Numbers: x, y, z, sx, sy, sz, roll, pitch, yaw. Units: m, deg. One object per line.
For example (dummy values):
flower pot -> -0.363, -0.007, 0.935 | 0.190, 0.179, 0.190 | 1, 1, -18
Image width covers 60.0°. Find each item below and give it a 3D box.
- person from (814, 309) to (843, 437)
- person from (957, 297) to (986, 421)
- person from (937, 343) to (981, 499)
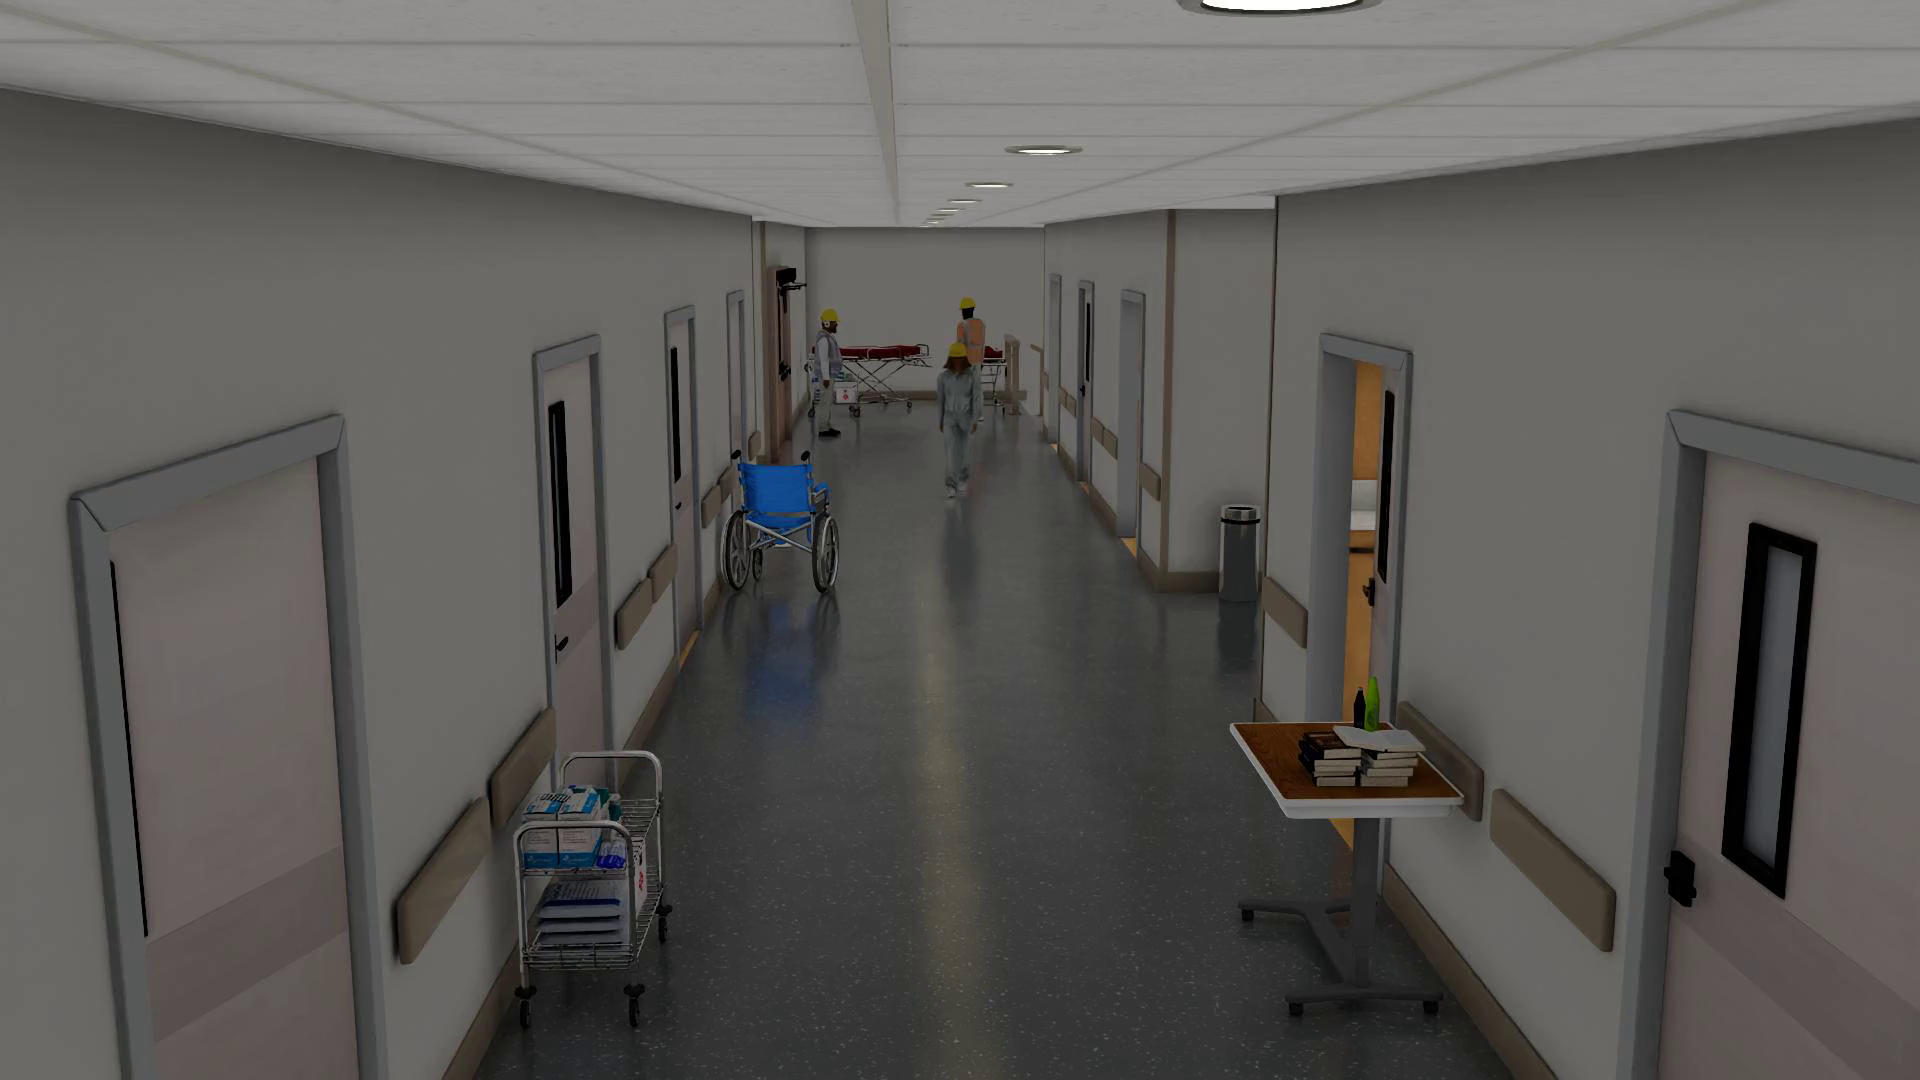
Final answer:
person -> -1.874, -2.373, 23.702 | 0.404, 1.824, 0.586 | 0, 10, 0
person -> 0.143, -2.775, 25.666 | 0.395, 1.918, 0.589 | 10, 14, 43
person -> -0.016, -1.320, 18.191 | 0.479, 1.689, 0.926 | 0, 10, 1
